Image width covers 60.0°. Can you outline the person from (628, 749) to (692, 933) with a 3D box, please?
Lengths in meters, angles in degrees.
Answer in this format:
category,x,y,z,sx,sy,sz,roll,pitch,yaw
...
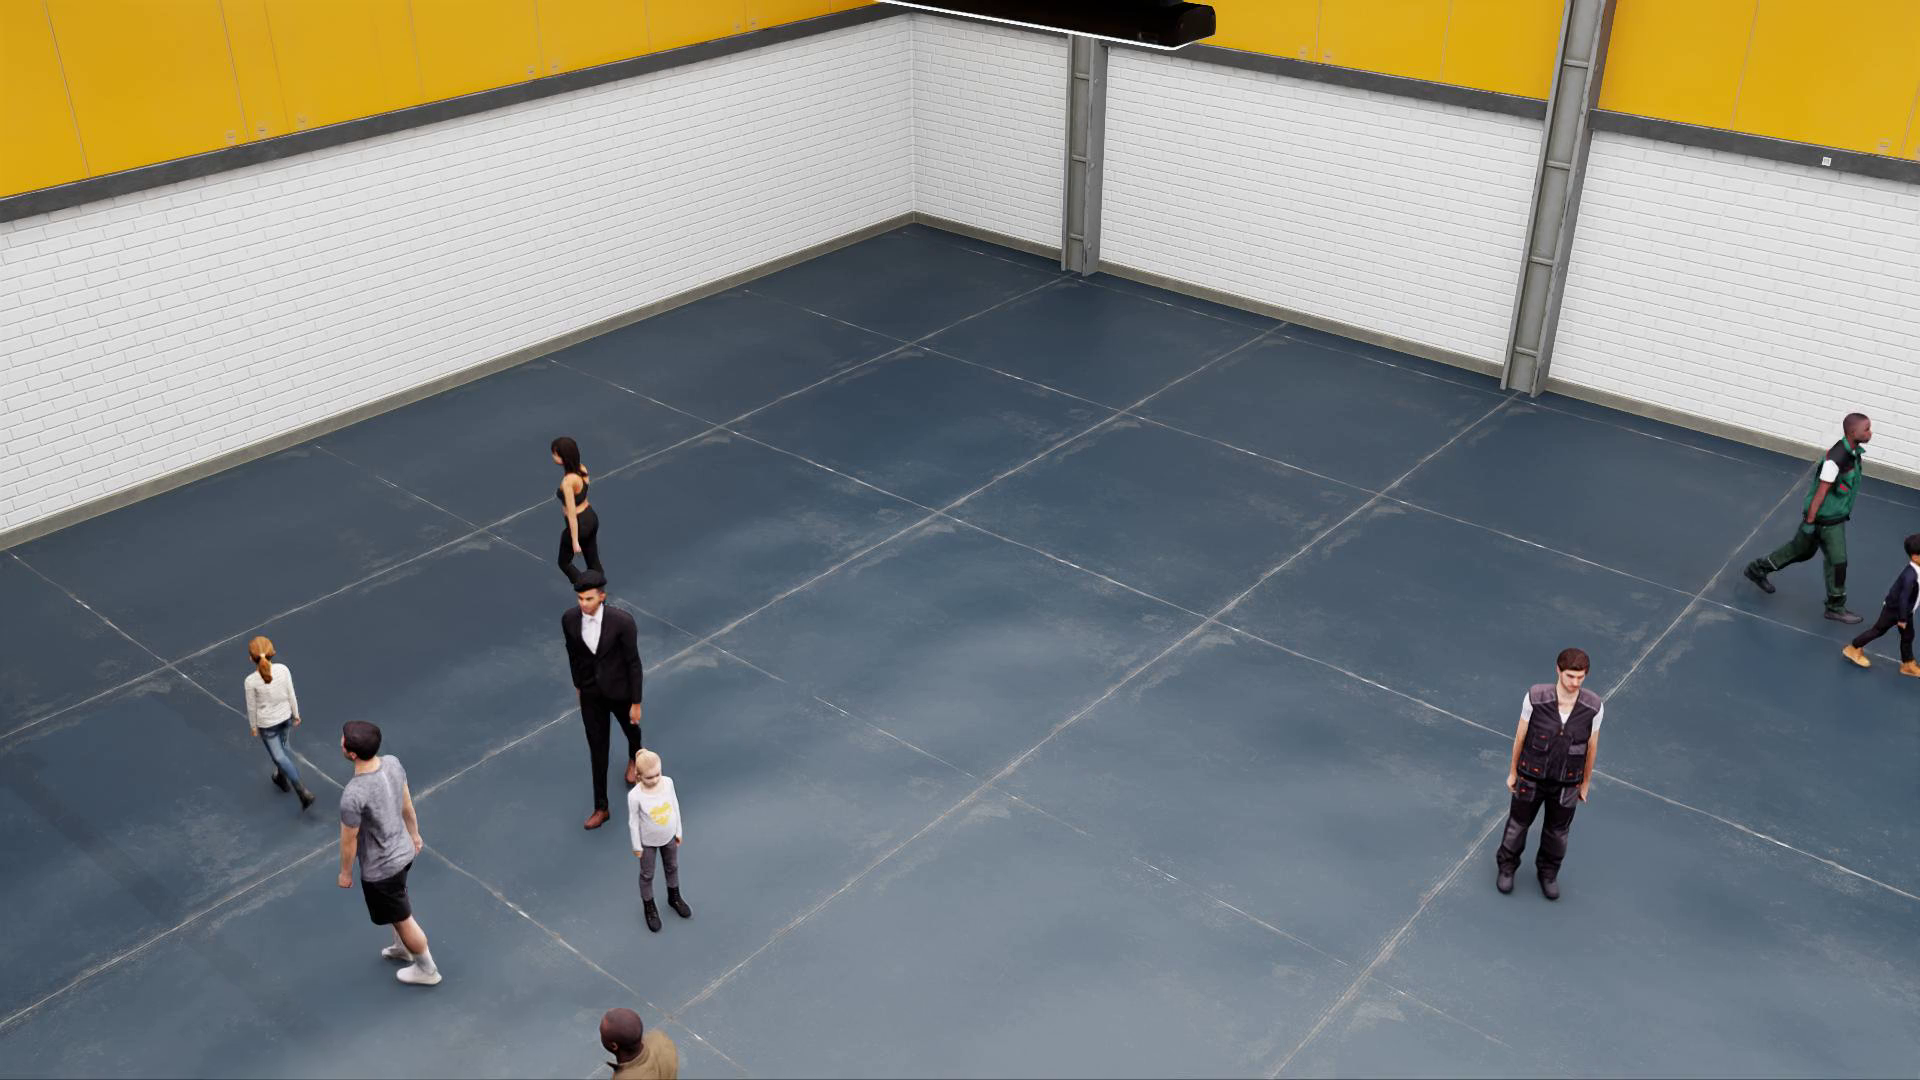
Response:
category,x,y,z,sx,sy,sz,roll,pitch,yaw
person,-1.903,1.847,10.414,0.519,1.278,0.536,-21,35,-33

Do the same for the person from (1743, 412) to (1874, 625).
category,x,y,z,sx,sy,sz,roll,pitch,yaw
person,7.026,-0.226,13.674,1.198,1.795,0.681,22,36,35

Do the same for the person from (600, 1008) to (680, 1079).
category,x,y,z,sx,sy,sz,roll,pitch,yaw
person,-1.490,2.922,7.875,0.716,1.821,0.787,9,30,17

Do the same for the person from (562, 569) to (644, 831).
category,x,y,z,sx,sy,sz,roll,pitch,yaw
person,-2.365,0.983,11.415,1.242,1.835,1.175,4,29,7

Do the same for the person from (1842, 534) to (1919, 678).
category,x,y,z,sx,sy,sz,roll,pitch,yaw
person,7.280,0.490,12.984,0.849,1.199,0.538,25,37,38

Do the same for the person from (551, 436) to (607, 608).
category,x,y,z,sx,sy,sz,roll,pitch,yaw
person,-3.024,-0.088,13.592,0.687,1.631,0.656,7,29,13

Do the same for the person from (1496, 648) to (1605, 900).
category,x,y,z,sx,sy,sz,roll,pitch,yaw
person,3.726,1.469,10.515,0.688,1.843,0.804,7,29,12

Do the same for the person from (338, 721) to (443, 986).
category,x,y,z,sx,sy,sz,roll,pitch,yaw
person,-3.279,1.876,9.752,0.869,1.860,0.806,6,29,11

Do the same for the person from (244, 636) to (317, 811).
category,x,y,z,sx,sy,sz,roll,pitch,yaw
person,-4.684,1.279,11.436,0.881,1.296,0.510,25,37,38
